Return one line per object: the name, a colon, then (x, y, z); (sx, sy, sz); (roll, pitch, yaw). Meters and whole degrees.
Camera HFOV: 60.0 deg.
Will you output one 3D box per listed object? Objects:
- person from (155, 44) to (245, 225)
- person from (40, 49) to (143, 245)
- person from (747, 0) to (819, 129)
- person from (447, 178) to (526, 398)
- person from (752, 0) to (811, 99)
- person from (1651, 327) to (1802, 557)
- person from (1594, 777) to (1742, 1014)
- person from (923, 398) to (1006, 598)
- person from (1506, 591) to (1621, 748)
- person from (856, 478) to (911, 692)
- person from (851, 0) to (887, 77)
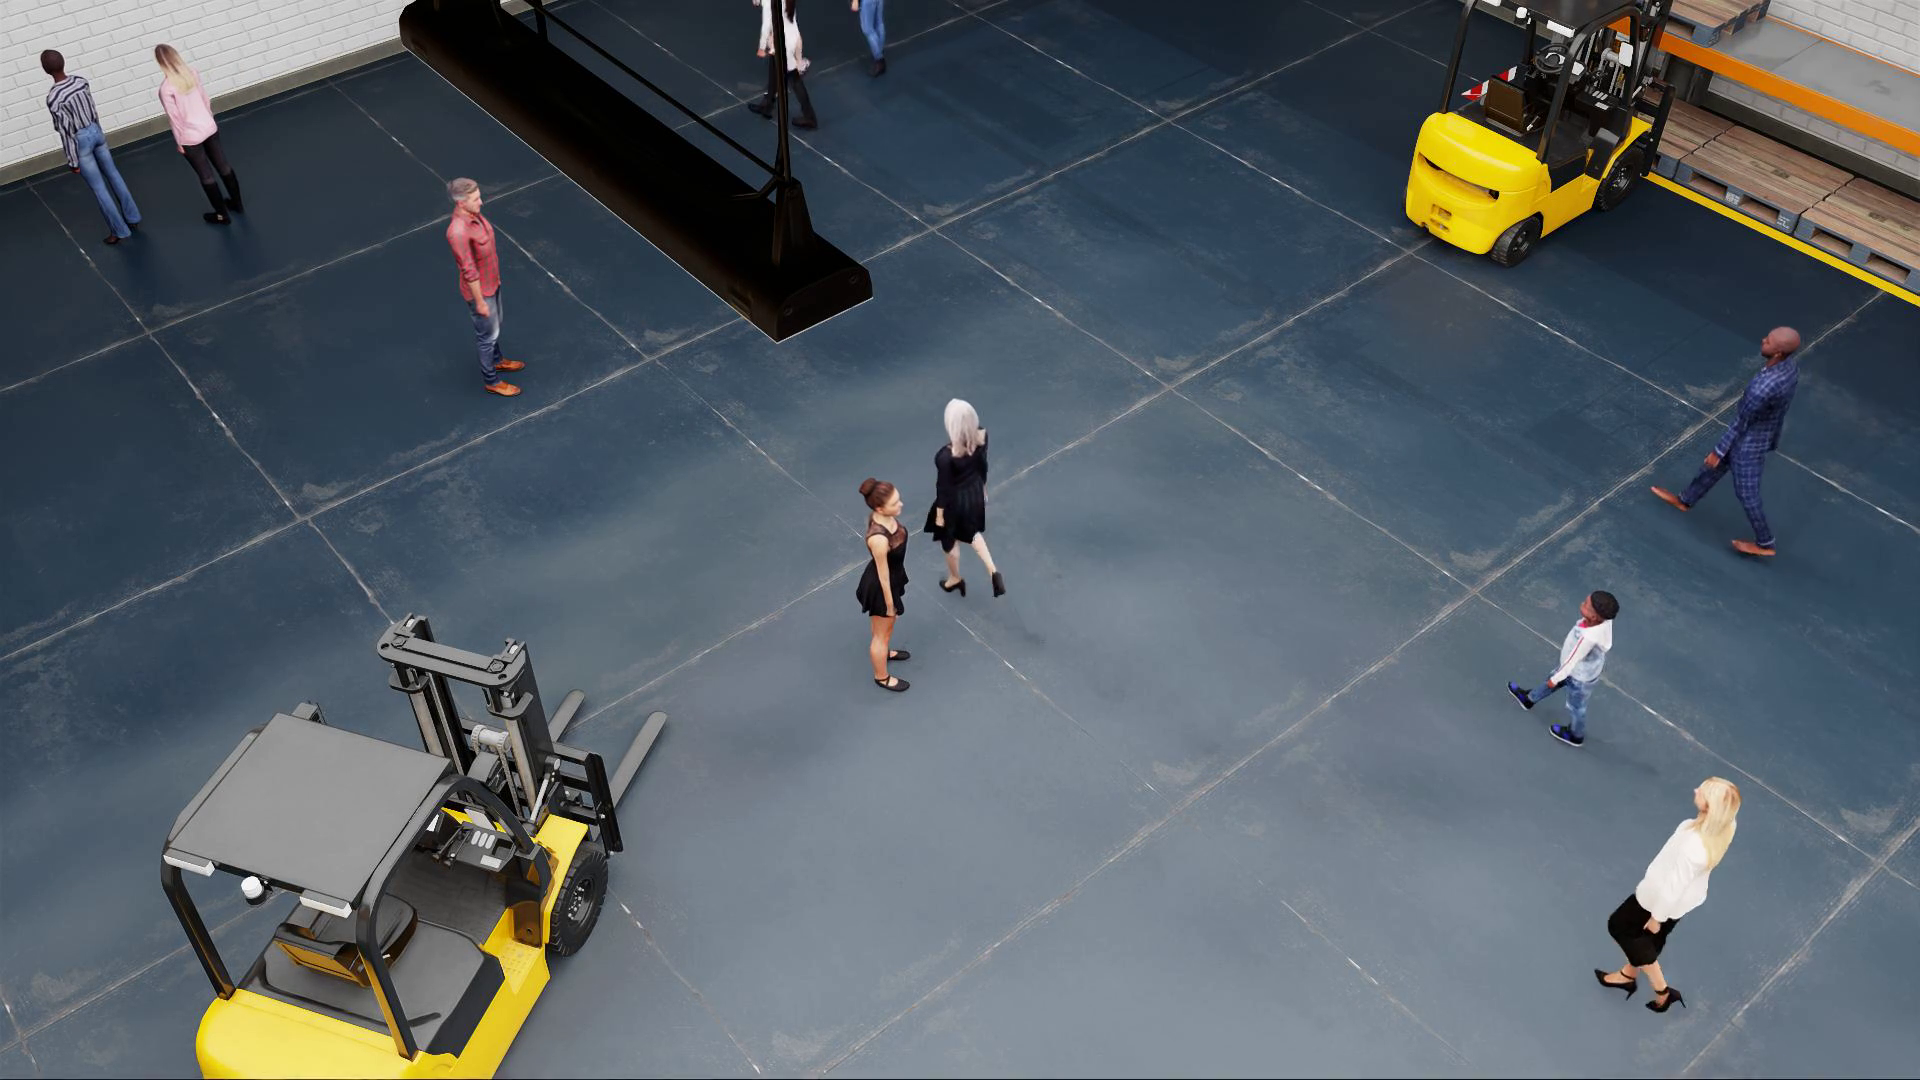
person: (-6.675, -3.562, 14.570); (0.676, 1.687, 0.675); (18, 47, 18)
person: (-7.498, -3.382, 14.303); (0.739, 1.795, 0.709); (9, 44, 9)
person: (-1.566, -4.652, 15.652); (1.081, 1.773, 0.958); (11, 45, 12)
person: (-3.693, -1.966, 12.792); (0.822, 1.830, 0.711); (-3, 44, -3)
person: (-1.727, -5.350, 16.358); (0.963, 1.810, 1.106); (26, 49, 25)
person: (5.534, -0.645, 11.449); (1.240, 1.769, 0.804); (30, 51, 28)
person: (3.788, 1.915, 8.705); (0.629, 1.848, 0.741); (-33, 53, -30)
person: (0.061, -0.196, 11.003); (0.863, 1.734, 0.661); (32, 52, 29)
person: (3.894, 0.817, 10.297); (0.842, 1.240, 0.615); (26, 50, 25)
person: (-0.478, 0.264, 10.564); (0.739, 1.673, 0.673); (2, 44, 2)
person: (-0.861, -5.491, 16.657); (0.744, 1.602, 0.768); (28, 50, 26)
